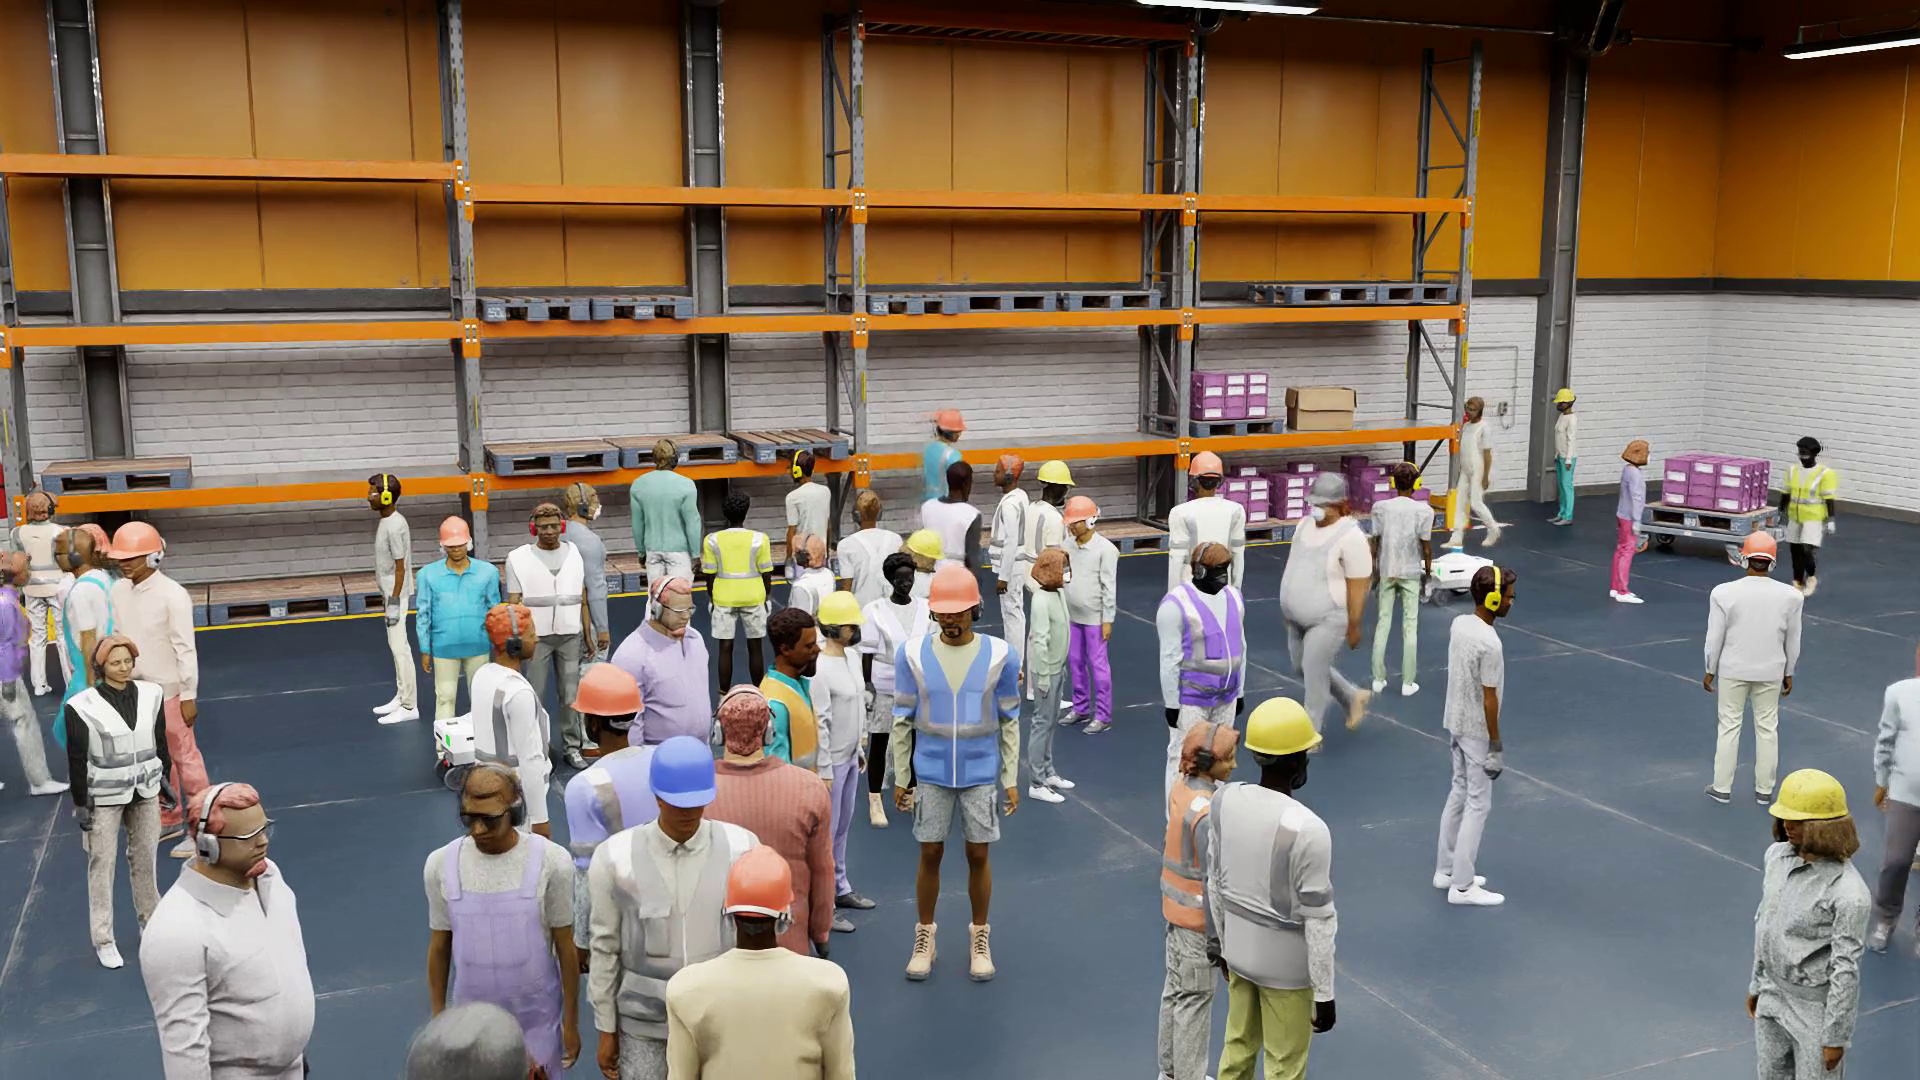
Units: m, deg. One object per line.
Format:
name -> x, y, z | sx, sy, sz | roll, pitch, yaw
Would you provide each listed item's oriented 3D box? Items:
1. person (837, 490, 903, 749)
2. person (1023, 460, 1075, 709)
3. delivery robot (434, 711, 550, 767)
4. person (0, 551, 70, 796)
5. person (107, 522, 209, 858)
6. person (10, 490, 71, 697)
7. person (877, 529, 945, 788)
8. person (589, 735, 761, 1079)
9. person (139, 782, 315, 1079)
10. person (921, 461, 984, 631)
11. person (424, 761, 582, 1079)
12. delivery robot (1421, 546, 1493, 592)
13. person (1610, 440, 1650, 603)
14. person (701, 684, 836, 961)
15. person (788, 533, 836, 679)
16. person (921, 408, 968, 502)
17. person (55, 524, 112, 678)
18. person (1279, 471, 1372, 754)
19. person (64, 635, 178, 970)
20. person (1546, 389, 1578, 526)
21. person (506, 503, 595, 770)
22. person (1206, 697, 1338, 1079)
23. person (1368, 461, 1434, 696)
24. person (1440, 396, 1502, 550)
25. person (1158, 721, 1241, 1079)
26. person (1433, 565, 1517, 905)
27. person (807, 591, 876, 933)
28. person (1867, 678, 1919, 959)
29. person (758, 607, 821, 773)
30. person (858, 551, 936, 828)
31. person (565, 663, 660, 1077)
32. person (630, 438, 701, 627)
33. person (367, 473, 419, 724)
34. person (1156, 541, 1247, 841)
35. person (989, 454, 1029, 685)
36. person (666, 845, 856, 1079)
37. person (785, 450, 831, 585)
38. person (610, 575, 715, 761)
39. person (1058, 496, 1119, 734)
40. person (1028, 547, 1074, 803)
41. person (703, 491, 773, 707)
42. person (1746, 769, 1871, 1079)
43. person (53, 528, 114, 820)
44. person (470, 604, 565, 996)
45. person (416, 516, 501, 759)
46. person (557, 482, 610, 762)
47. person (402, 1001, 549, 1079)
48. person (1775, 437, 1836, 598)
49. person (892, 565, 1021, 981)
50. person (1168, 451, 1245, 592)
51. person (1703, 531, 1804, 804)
person -> -0.645, 0.558, 11.763 | 0.508, 1.846, 0.345 | -6, 12, -31
person -> 0.688, 0.342, 12.800 | 0.395, 1.918, 0.586 | -3, 10, -14
delivery robot -> -3.110, 1.280, 11.047 | 0.707, 0.478, 0.477 | -6, 11, -30
person -> -6.110, 0.870, 10.668 | 0.583, 1.603, 0.521 | -7, 12, -36
person -> -4.663, 0.865, 9.632 | 0.629, 1.981, 0.433 | 6, 11, 29
person -> -7.167, 0.430, 13.093 | 0.522, 1.639, 0.305 | -1, 10, -3
person -> -0.361, 0.779, 10.910 | 0.528, 1.700, 0.455 | 4, 11, 24
person -> -0.929, 1.585, 5.586 | 0.611, 1.939, 0.415 | -3, 10, -15
person -> -2.206, 1.672, 5.167 | 0.408, 1.906, 0.653 | 1, 10, 4
person -> -0.052, 0.331, 12.900 | 0.604, 1.899, 0.470 | 8, 13, 40
person -> -1.541, 1.624, 5.652 | 0.511, 1.837, 0.351 | 0, 10, 0
delivery robot -> 4.967, 0.306, 16.648 | 0.707, 0.478, 0.477 | -4, 11, -22
person -> 6.741, -0.195, 16.707 | 0.277, 1.632, 0.502 | 2, 10, 10
person -> -0.791, 1.480, 6.275 | 0.643, 1.909, 0.410 | -2, 10, -14
person -> -0.987, 0.762, 11.174 | 0.312, 1.642, 0.512 | 4, 10, 20
person -> -0.220, -0.279, 16.122 | 0.683, 2.016, 0.622 | -6, 12, -32
person -> -5.639, 0.757, 10.879 | 0.342, 1.749, 0.569 | -1, 10, -4
person -> 2.595, 0.479, 11.653 | 0.774, 2.000, 0.687 | -4, 11, -23
person -> -4.143, 1.271, 8.240 | 0.311, 1.642, 0.514 | 6, 12, 33
person -> 7.749, -1.063, 21.362 | 0.338, 1.761, 0.524 | 1, 10, 3
person -> -2.754, 0.656, 11.192 | 0.570, 1.843, 0.372 | -6, 11, -30
person -> 1.133, 1.511, 6.024 | 0.355, 1.930, 0.587 | -7, 12, -34
person -> 3.490, 0.304, 13.190 | 0.510, 1.862, 0.327 | 5, 11, 28
person -> 6.054, -0.785, 19.557 | 0.725, 1.829, 0.515 | -3, 10, -19
person -> 0.970, 1.531, 6.747 | 0.313, 1.638, 0.521 | -1, 10, -6
person -> 2.778, 1.045, 8.940 | 0.338, 1.855, 0.526 | -1, 10, -7
person -> -0.622, 1.136, 8.664 | 0.318, 1.768, 0.525 | 3, 10, 17
person -> 4.782, 1.251, 8.141 | 0.582, 1.709, 0.529 | 7, 12, 35
person -> -0.804, 1.245, 7.594 | 0.396, 1.919, 0.590 | 0, 10, 0
person -> -0.368, 0.905, 10.187 | 0.531, 1.698, 0.320 | -5, 11, -26
person -> -1.326, 1.430, 6.466 | 0.376, 1.939, 0.547 | 6, 12, 31
person -> -2.472, 0.107, 14.093 | 0.627, 1.940, 0.372 | 3, 10, 18
person -> -4.252, 0.430, 12.428 | 0.328, 1.872, 0.514 | -4, 11, -23
person -> 1.439, 0.909, 9.776 | 0.627, 1.836, 0.429 | -7, 12, -33
person -> 0.394, 0.236, 13.503 | 0.355, 1.885, 0.576 | 1, 10, 7
person -> -0.593, 1.774, 5.016 | 0.564, 1.752, 0.338 | -1, 10, -4
person -> -1.281, 0.168, 13.979 | 0.335, 1.859, 0.515 | 9, 13, 40
person -> -1.451, 1.113, 8.407 | 0.407, 1.902, 0.638 | 5, 11, 28
person -> 0.907, 0.537, 12.192 | 0.353, 1.738, 0.574 | -8, 13, -39
person -> 0.585, 0.850, 10.686 | 0.276, 1.633, 0.507 | 3, 10, 16
person -> -1.684, 0.472, 12.686 | 0.535, 1.697, 0.318 | 0, 10, -2
person -> 2.946, 1.640, 5.853 | 0.329, 1.734, 0.482 | -1, 10, -8
person -> -5.378, 0.824, 10.296 | 0.500, 1.825, 0.523 | -1, 10, -4
person -> -2.082, 1.225, 7.811 | 0.355, 1.883, 0.575 | -8, 13, -38
person -> -3.353, 0.705, 11.177 | 0.569, 1.751, 0.329 | -4, 11, -23
person -> -2.601, 0.559, 11.490 | 0.372, 1.940, 0.630 | -8, 13, -39
person -> -0.960, 1.854, 3.731 | 0.740, 2.000, 0.744 | -8, 13, -38
person -> 8.472, -0.207, 16.647 | 0.405, 1.668, 0.617 | -5, 11, -25
person -> -0.018, 1.119, 7.962 | 0.613, 2.041, 0.393 | 1, 10, 3
person -> 1.800, 0.358, 12.343 | 0.616, 2.041, 0.378 | -3, 10, -18
person -> 5.020, 0.810, 10.574 | 0.566, 1.751, 0.329 | 2, 10, 11
